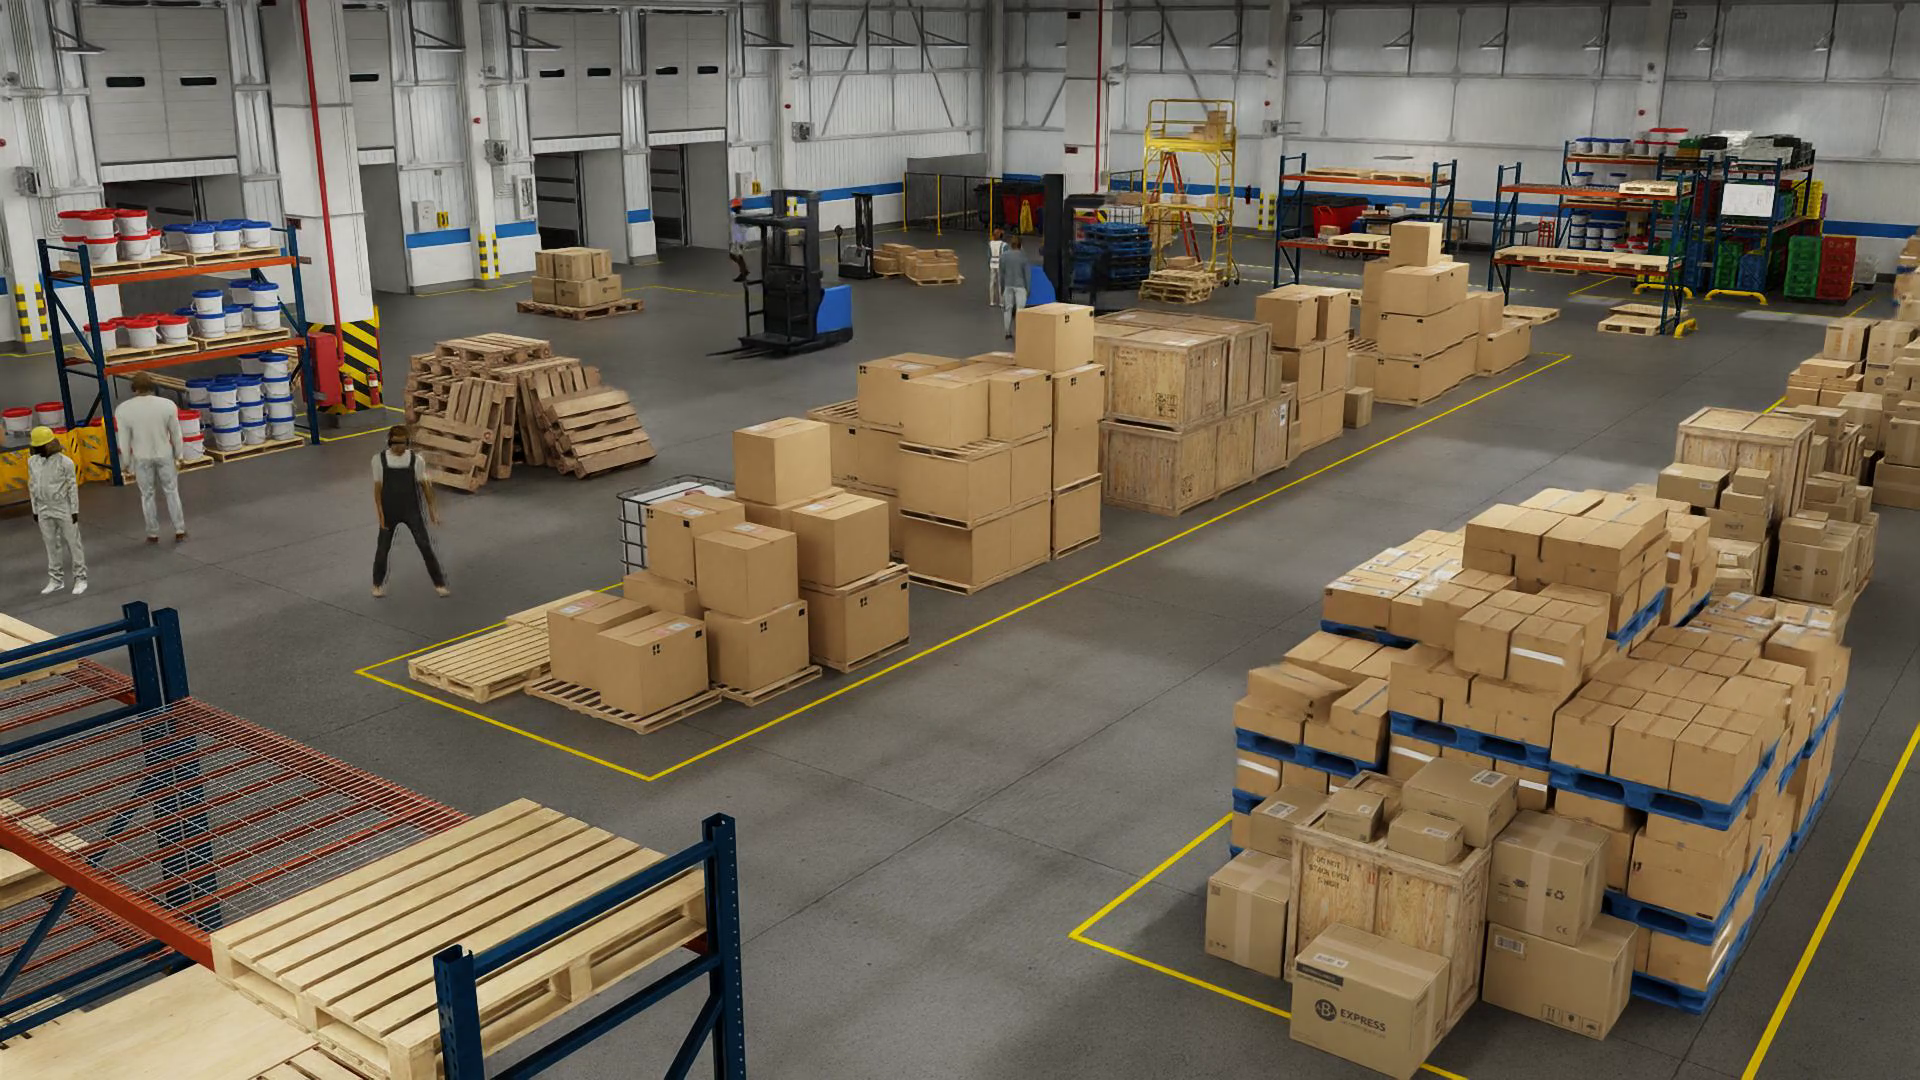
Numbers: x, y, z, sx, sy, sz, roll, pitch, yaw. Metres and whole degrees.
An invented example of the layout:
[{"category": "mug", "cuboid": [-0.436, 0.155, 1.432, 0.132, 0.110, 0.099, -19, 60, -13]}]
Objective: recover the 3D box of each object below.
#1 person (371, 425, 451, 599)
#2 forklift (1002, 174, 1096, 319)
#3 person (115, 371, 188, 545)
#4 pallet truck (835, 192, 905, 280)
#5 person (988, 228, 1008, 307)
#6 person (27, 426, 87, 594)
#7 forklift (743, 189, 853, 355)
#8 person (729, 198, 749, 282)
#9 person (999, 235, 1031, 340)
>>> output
[{"category": "person", "cuboid": [-5.532, -0.285, 16.595, 0.747, 1.795, 0.539, -6, 18, -20]}, {"category": "forklift", "cuboid": [1.838, -5.866, 33.198, 1.873, 2.768, 1.129, 2, 17, 8]}, {"category": "person", "cuboid": [-8.910, -0.904, 18.372, 0.635, 1.936, 0.354, -8, 19, -26]}, {"category": "pallet truck", "cuboid": [-1.936, -7.159, 38.982, 1.885, 1.965, 0.823, -12, 21, -34]}, {"category": "person", "cuboid": [0.800, -5.674, 34.675, 0.512, 1.641, 0.307, 12, 20, 34]}, {"category": "person", "cuboid": [-9.100, -0.302, 16.717, 0.485, 1.740, 0.303, 1, 17, 2]}, {"category": "forklift", "cuboid": [-2.907, -4.881, 29.937, 1.129, 2.768, 1.873, 12, 21, 35]}, {"category": "person", "cuboid": [-5.099, -6.878, 38.176, 0.400, 1.923, 0.568, -10, 20, -31]}, {"category": "person", "cuboid": [1.021, -4.676, 30.868, 0.628, 1.937, 0.378, 7, 18, 22]}]
